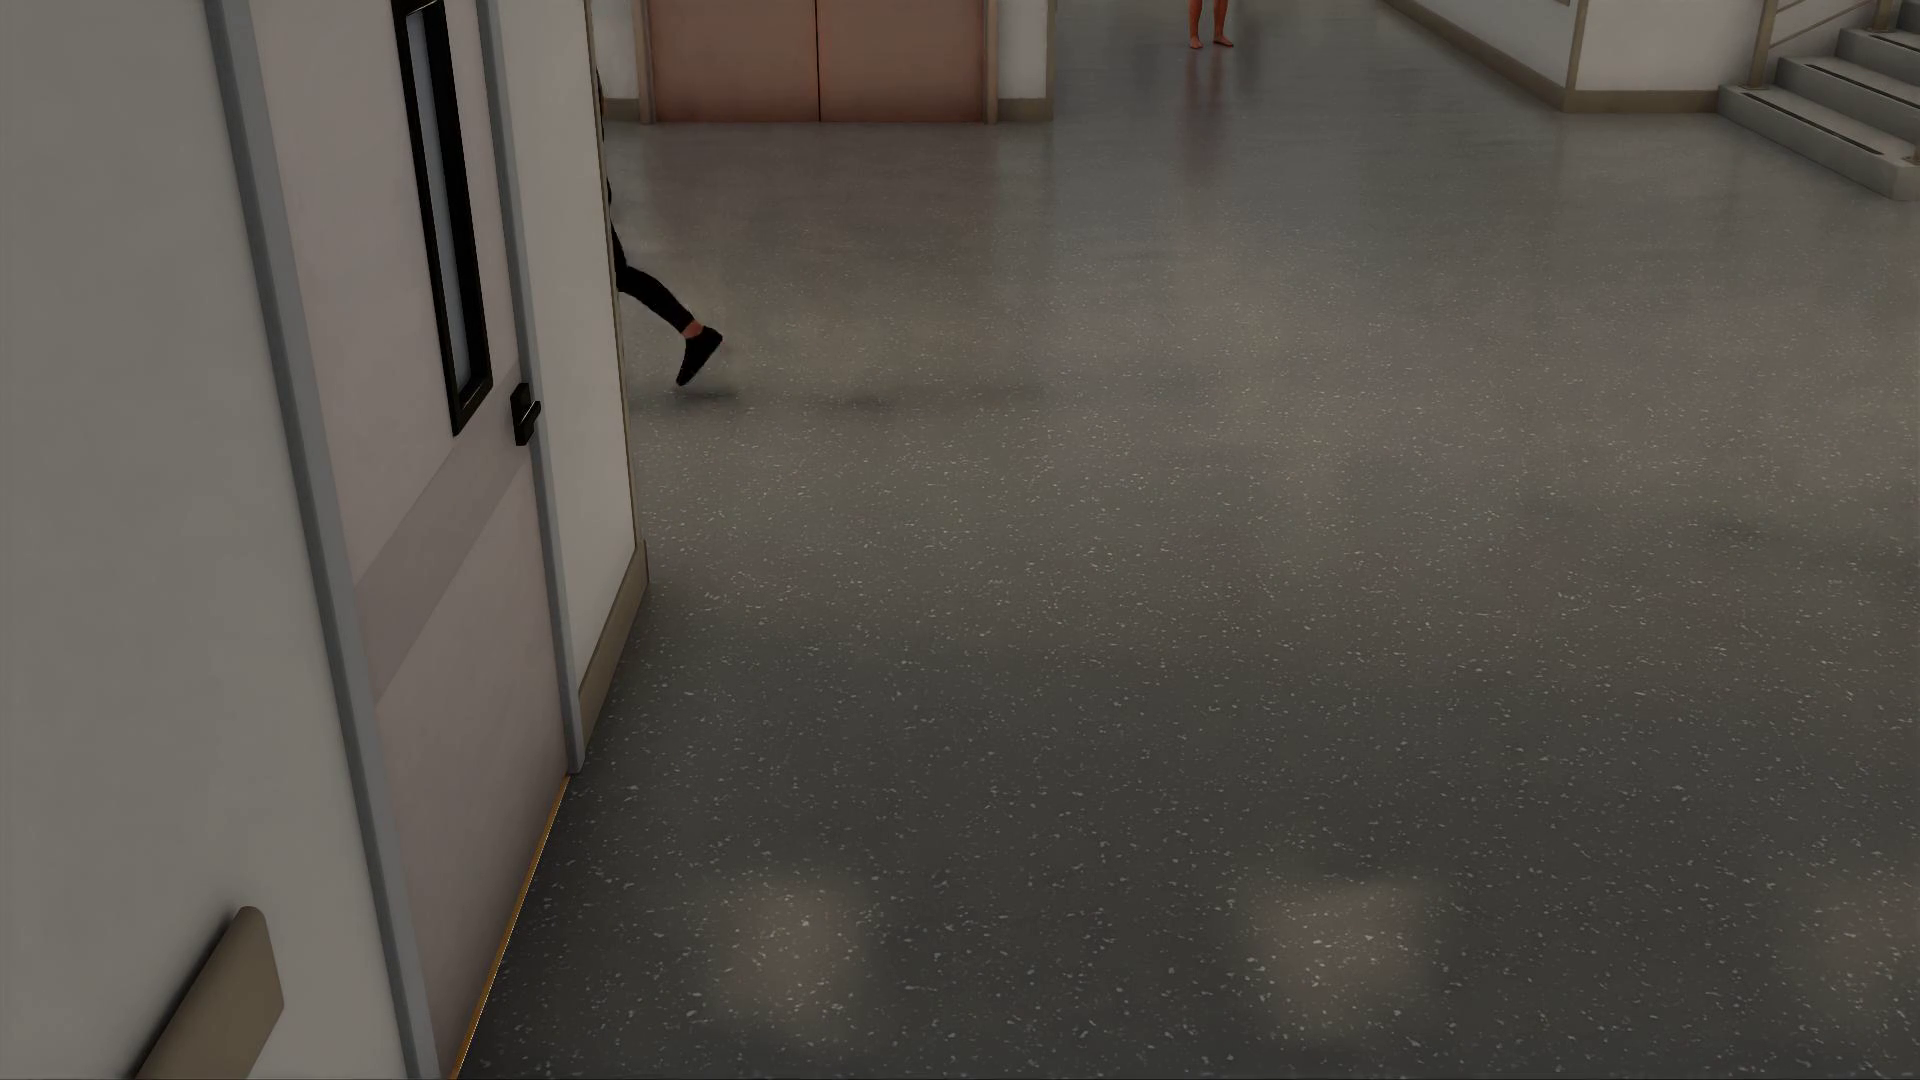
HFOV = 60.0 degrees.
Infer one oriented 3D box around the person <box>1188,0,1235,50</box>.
[{"bbox_3d":[2.237,-5.278,14.573,0.634,1.816,0.795,-9,27,-18],"label":"person"}]
